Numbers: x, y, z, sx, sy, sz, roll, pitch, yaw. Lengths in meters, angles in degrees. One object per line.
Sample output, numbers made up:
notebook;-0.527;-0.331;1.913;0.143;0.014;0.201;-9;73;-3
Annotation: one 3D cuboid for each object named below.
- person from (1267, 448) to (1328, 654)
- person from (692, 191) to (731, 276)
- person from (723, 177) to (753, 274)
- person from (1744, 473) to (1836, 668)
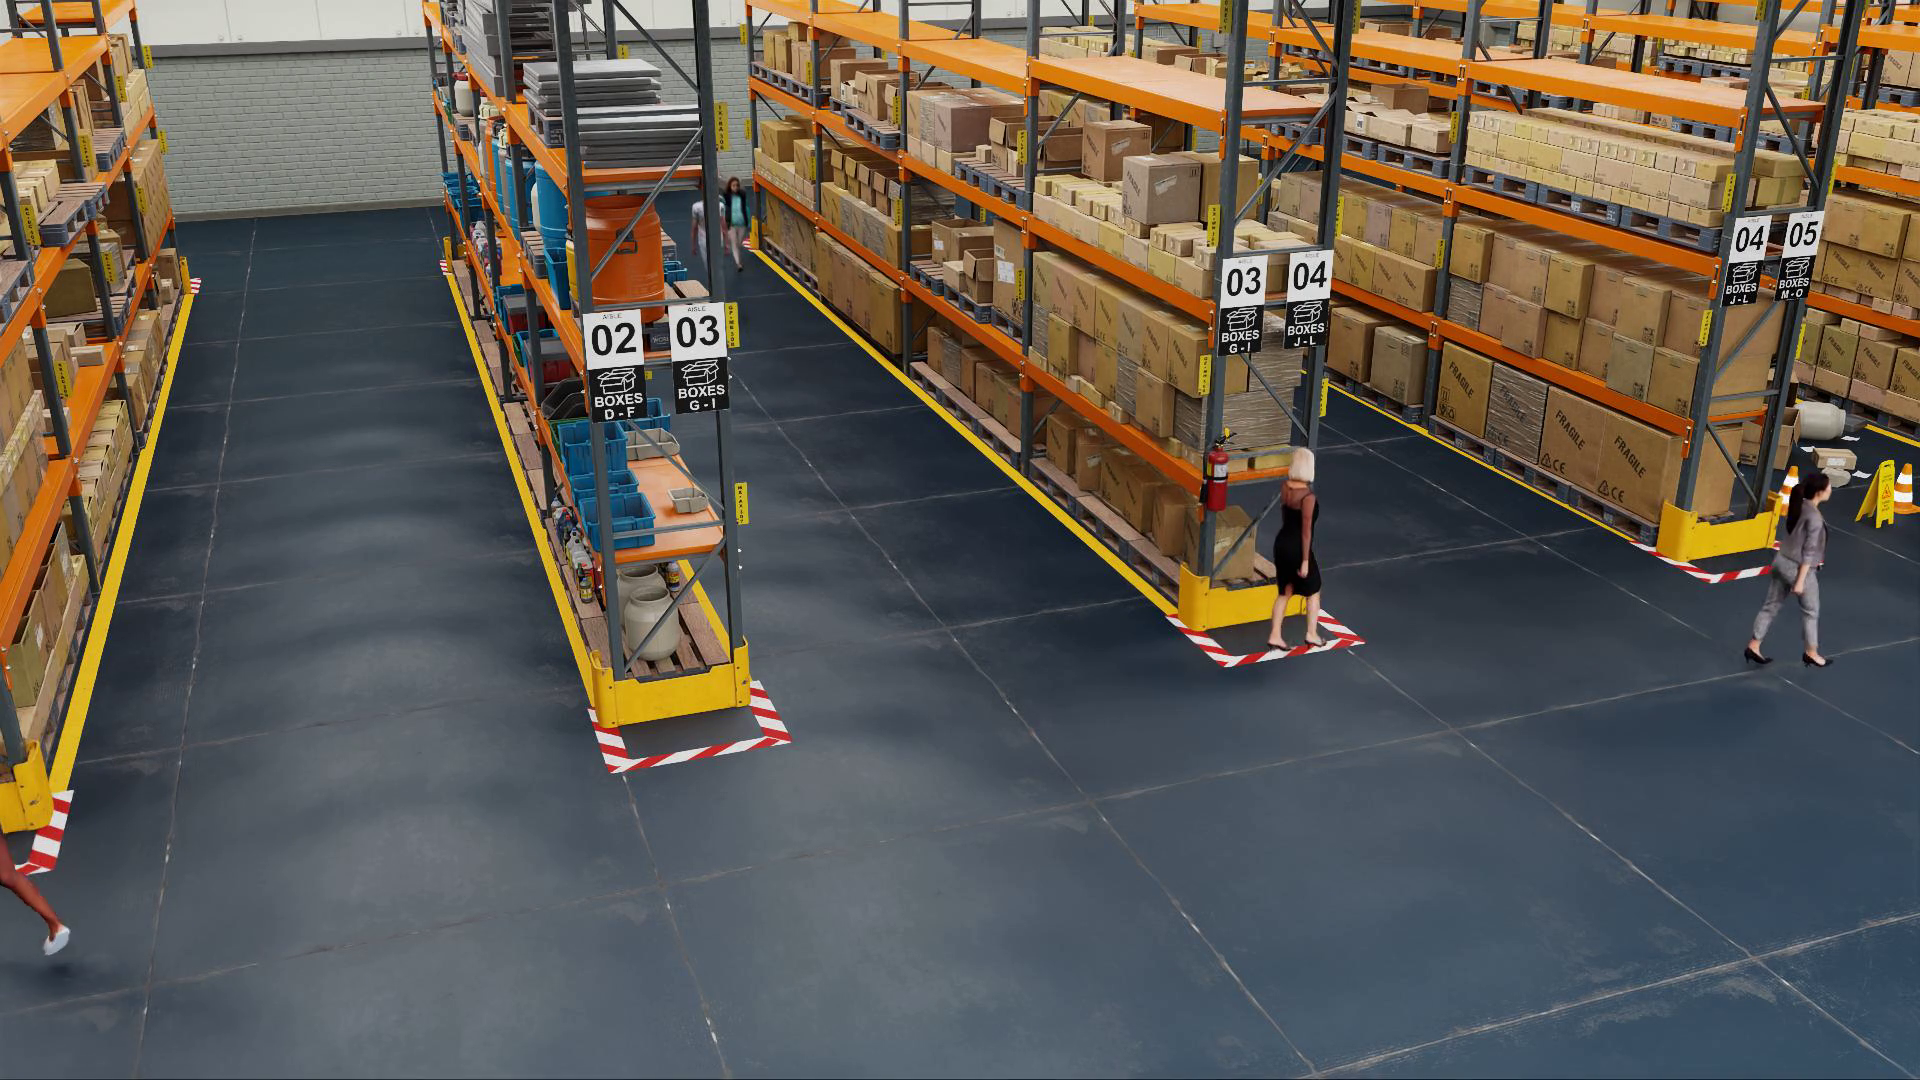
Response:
person;2.634;0.129;13.482;0.735;1.703;0.684;-7;23;-17
person;-3.555;-4.210;23.958;0.786;1.804;1.258;-12;25;-26
person;-3.542;-4.986;26.317;0.573;1.455;0.961;-8;23;-18
person;6.531;0.270;13.207;0.853;1.650;0.925;-1;22;-2
